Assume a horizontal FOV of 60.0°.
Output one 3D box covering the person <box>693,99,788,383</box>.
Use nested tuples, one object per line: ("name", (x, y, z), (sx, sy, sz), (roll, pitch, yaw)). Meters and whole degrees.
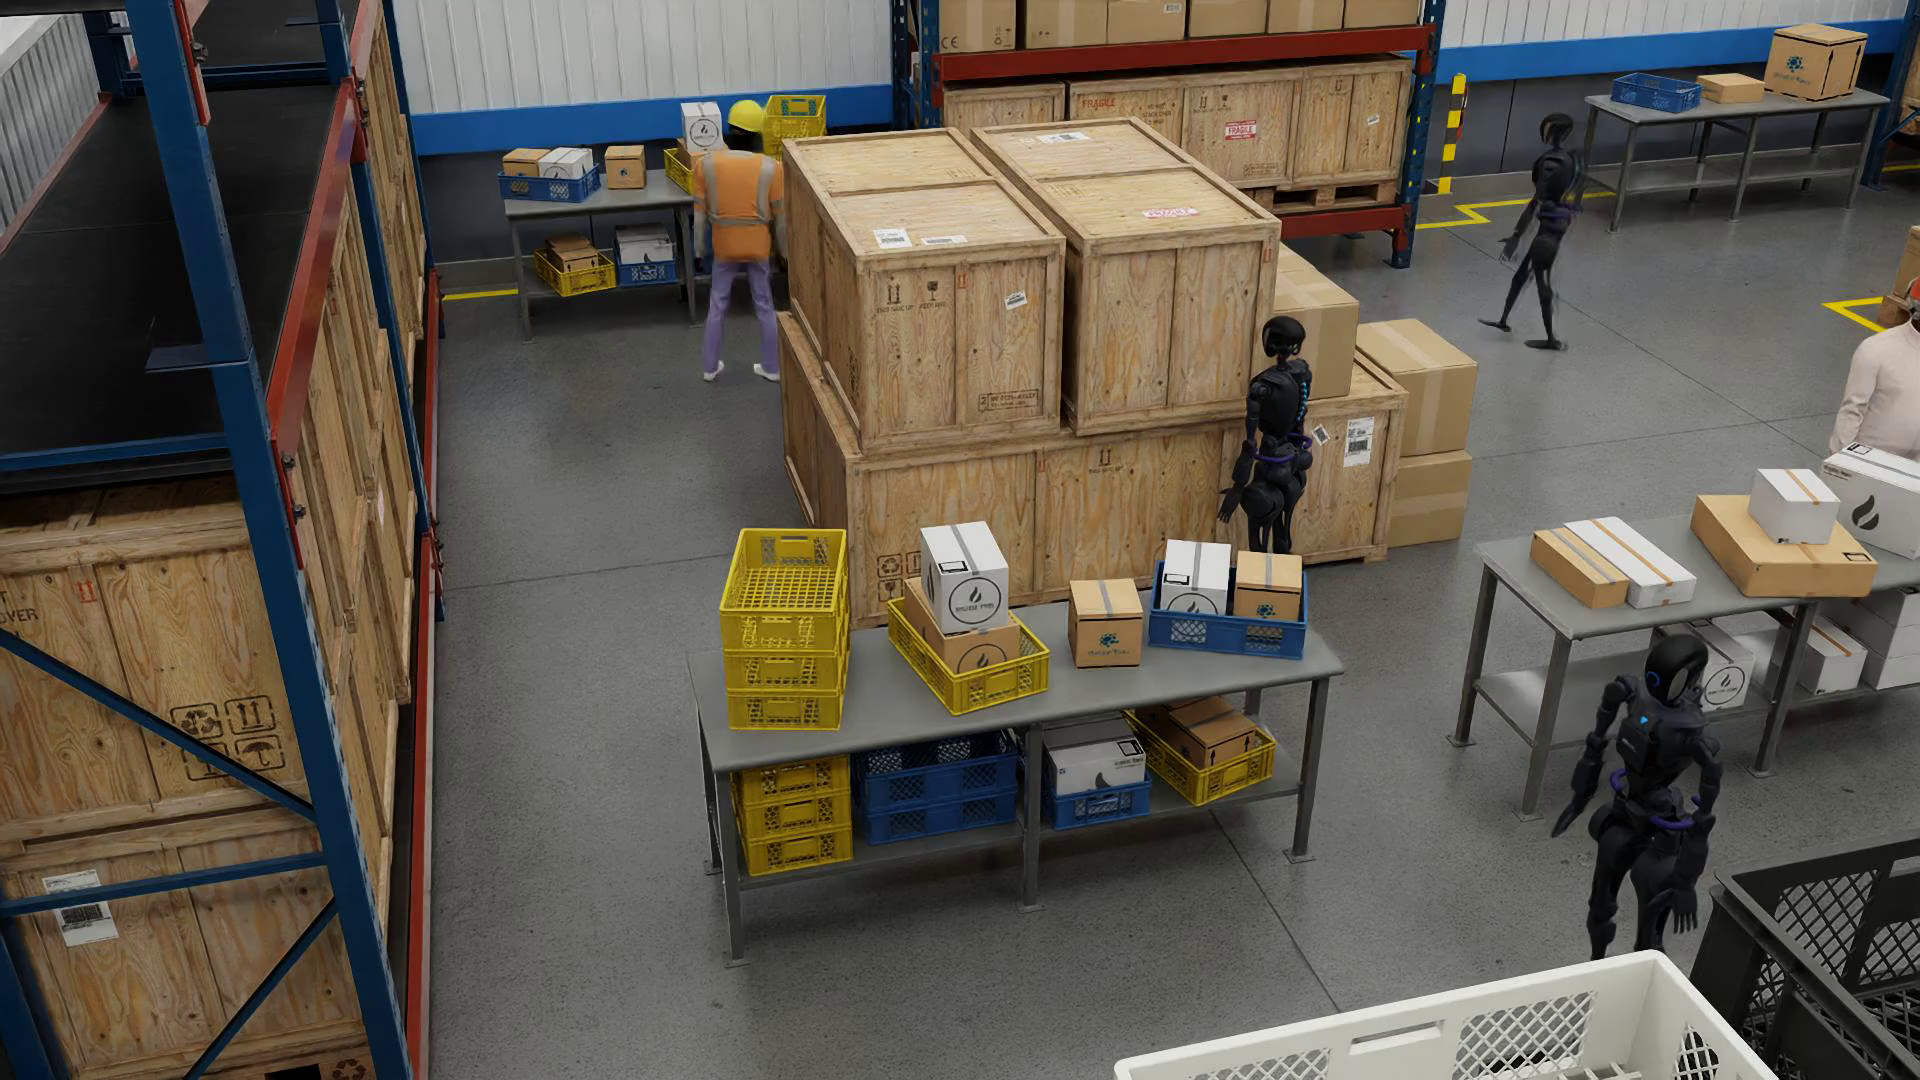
("person", (-1.435, -1.936, 10.940), (0.623, 1.907, 0.400), (-2, 29, -3))

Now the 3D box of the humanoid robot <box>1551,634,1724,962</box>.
("humanoid robot", (2.370, 1.032, 5.790), (0.365, 1.649, 0.596), (-10, 30, -17))

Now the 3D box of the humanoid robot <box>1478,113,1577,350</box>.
("humanoid robot", (3.999, -2.141, 11.561), (0.692, 1.638, 0.593), (13, 31, 22))

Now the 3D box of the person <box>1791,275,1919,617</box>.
("person", (4.499, -0.395, 8.061), (0.615, 1.986, 0.405), (-6, 29, -10))

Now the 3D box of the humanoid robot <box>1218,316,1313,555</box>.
("humanoid robot", (1.532, -0.328, 8.238), (0.328, 1.657, 0.583), (22, 36, 35))
